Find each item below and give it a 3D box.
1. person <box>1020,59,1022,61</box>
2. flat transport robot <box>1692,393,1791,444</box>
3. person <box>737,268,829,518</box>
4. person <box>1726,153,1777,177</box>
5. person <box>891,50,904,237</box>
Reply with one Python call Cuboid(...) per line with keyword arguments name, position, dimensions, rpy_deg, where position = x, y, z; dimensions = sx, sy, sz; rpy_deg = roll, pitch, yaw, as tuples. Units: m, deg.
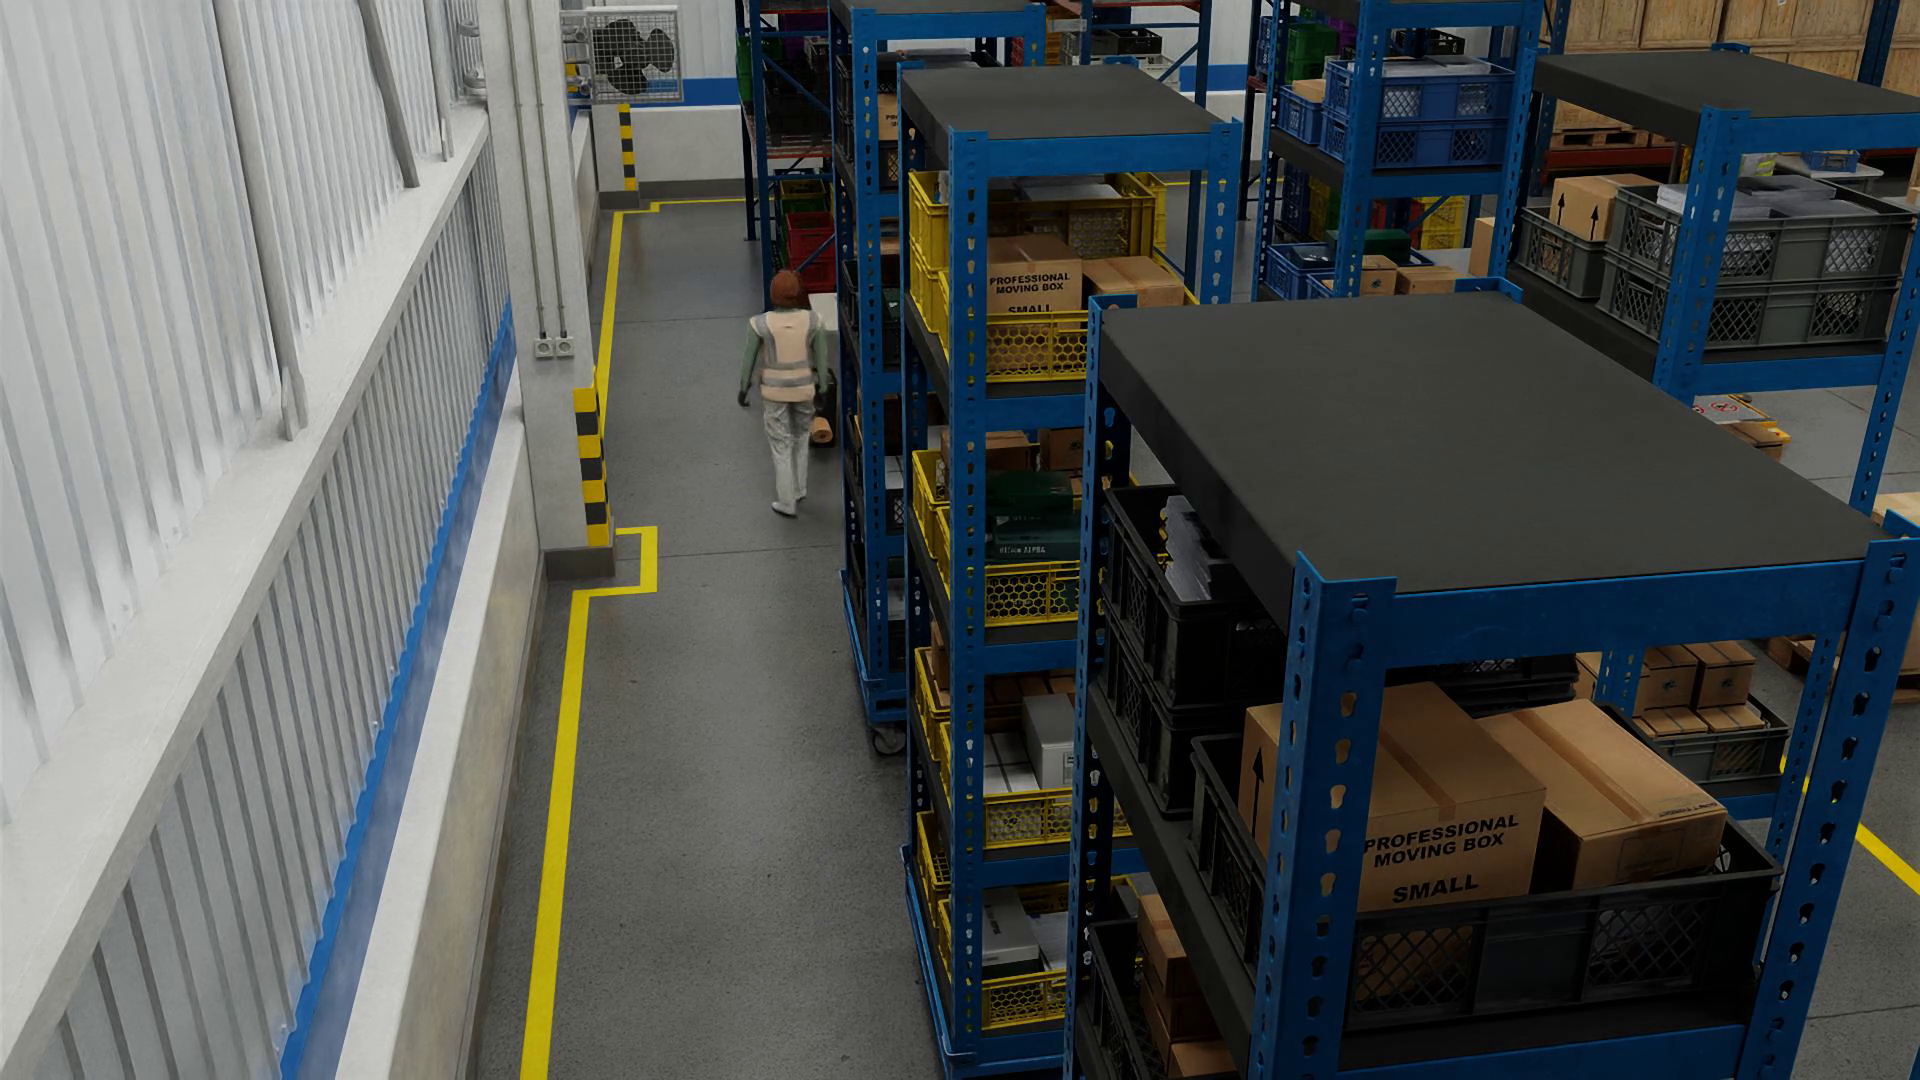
Cuboid(name="person", position=(0.701, -4.420, 17.893), dimensions=(0.357, 1.937, 0.638), rpy_deg=(-7, 26, -15))
Cuboid(name="flat transport robot", position=(5.224, -0.859, 12.132), dimensions=(1.431, 0.197, 0.652), rpy_deg=(-4, 25, -8))
Cuboid(name="person", position=(-1.144, -0.947, 10.719), dimensions=(0.577, 1.623, 0.447), rpy_deg=(-9, 26, -19))
Cuboid(name="person", position=(7.519, -3.449, 15.894), dimensions=(0.429, 1.847, 0.626), rpy_deg=(15, 29, 29))
Cuboid(name="person", position=(-0.635, -4.139, 17.348), dimensions=(0.356, 1.884, 0.572), rpy_deg=(17, 30, 32))
